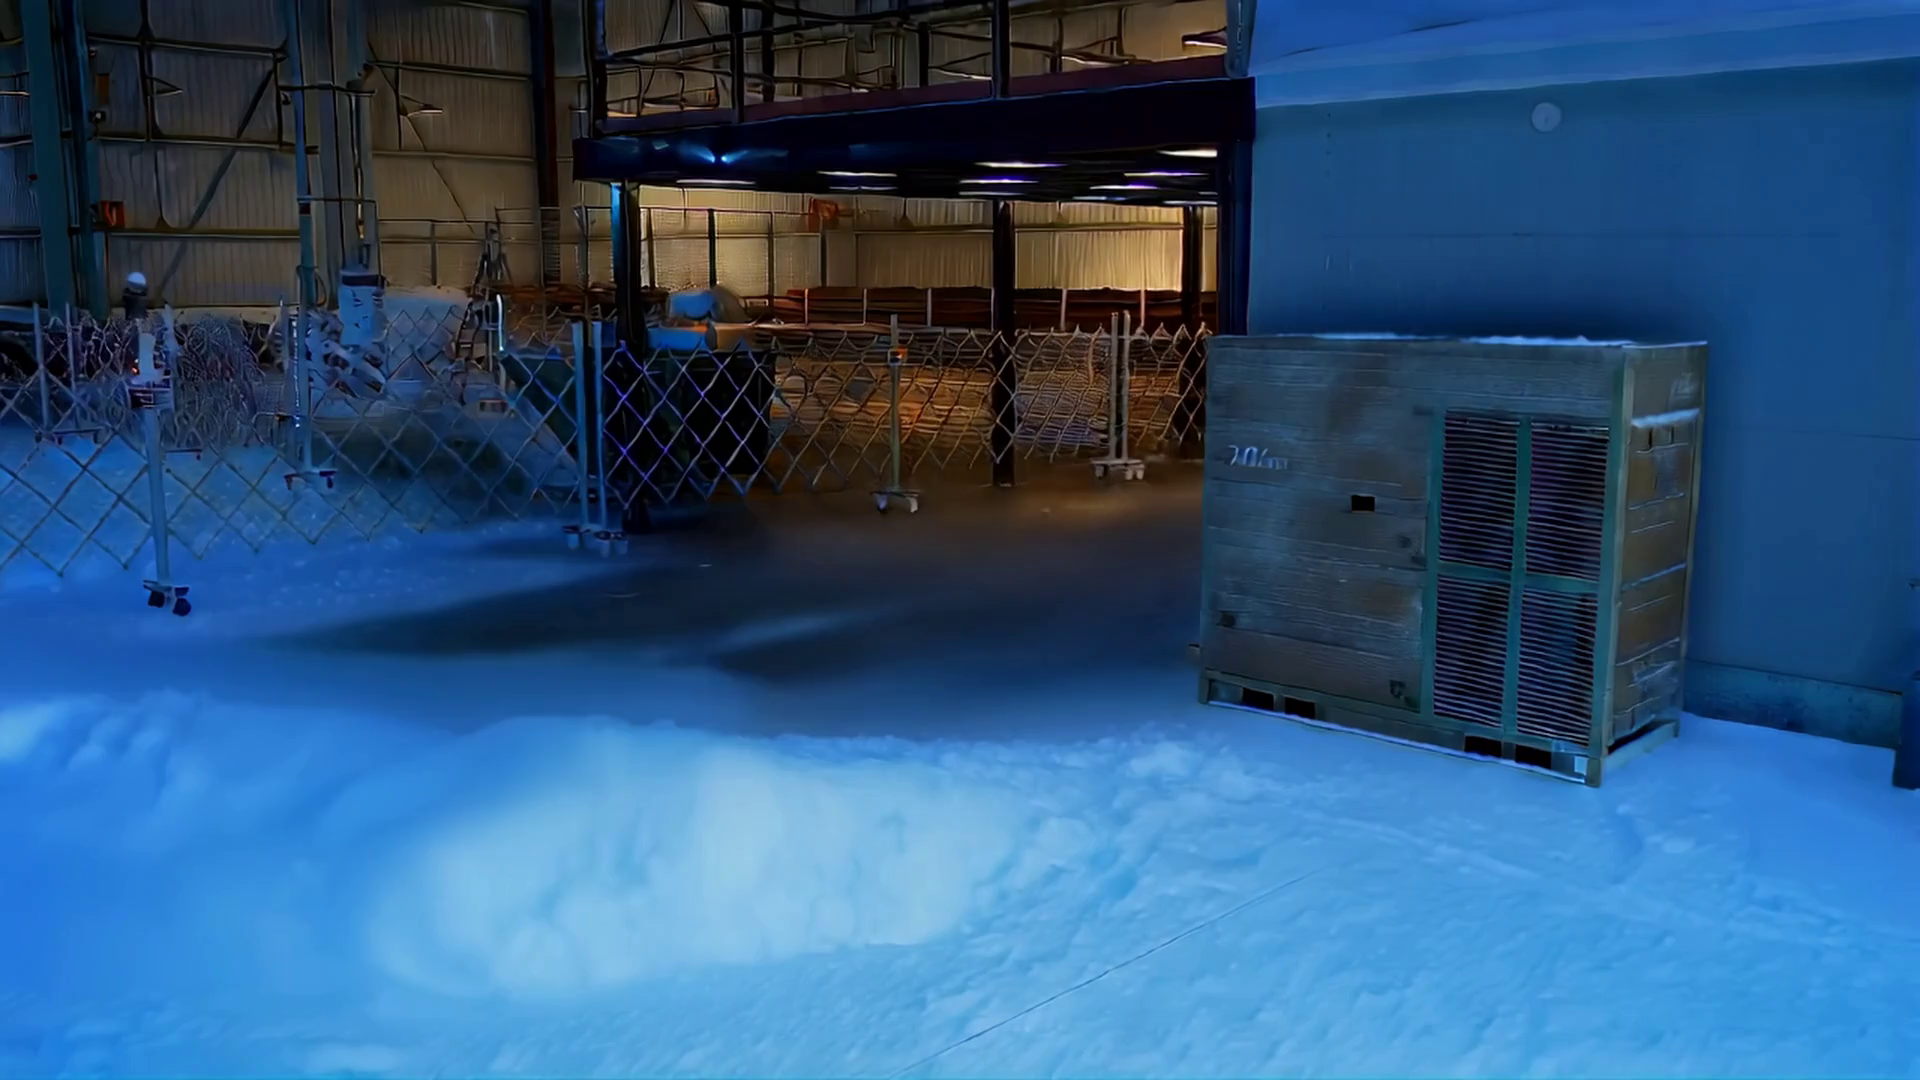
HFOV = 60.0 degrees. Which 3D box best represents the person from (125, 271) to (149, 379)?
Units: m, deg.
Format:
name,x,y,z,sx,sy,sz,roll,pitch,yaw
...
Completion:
name,x,y,z,sx,sy,sz,roll,pitch,yaw
person,-13.586,-3.423,27.553,0.420,2.033,0.612,-5,11,-29
